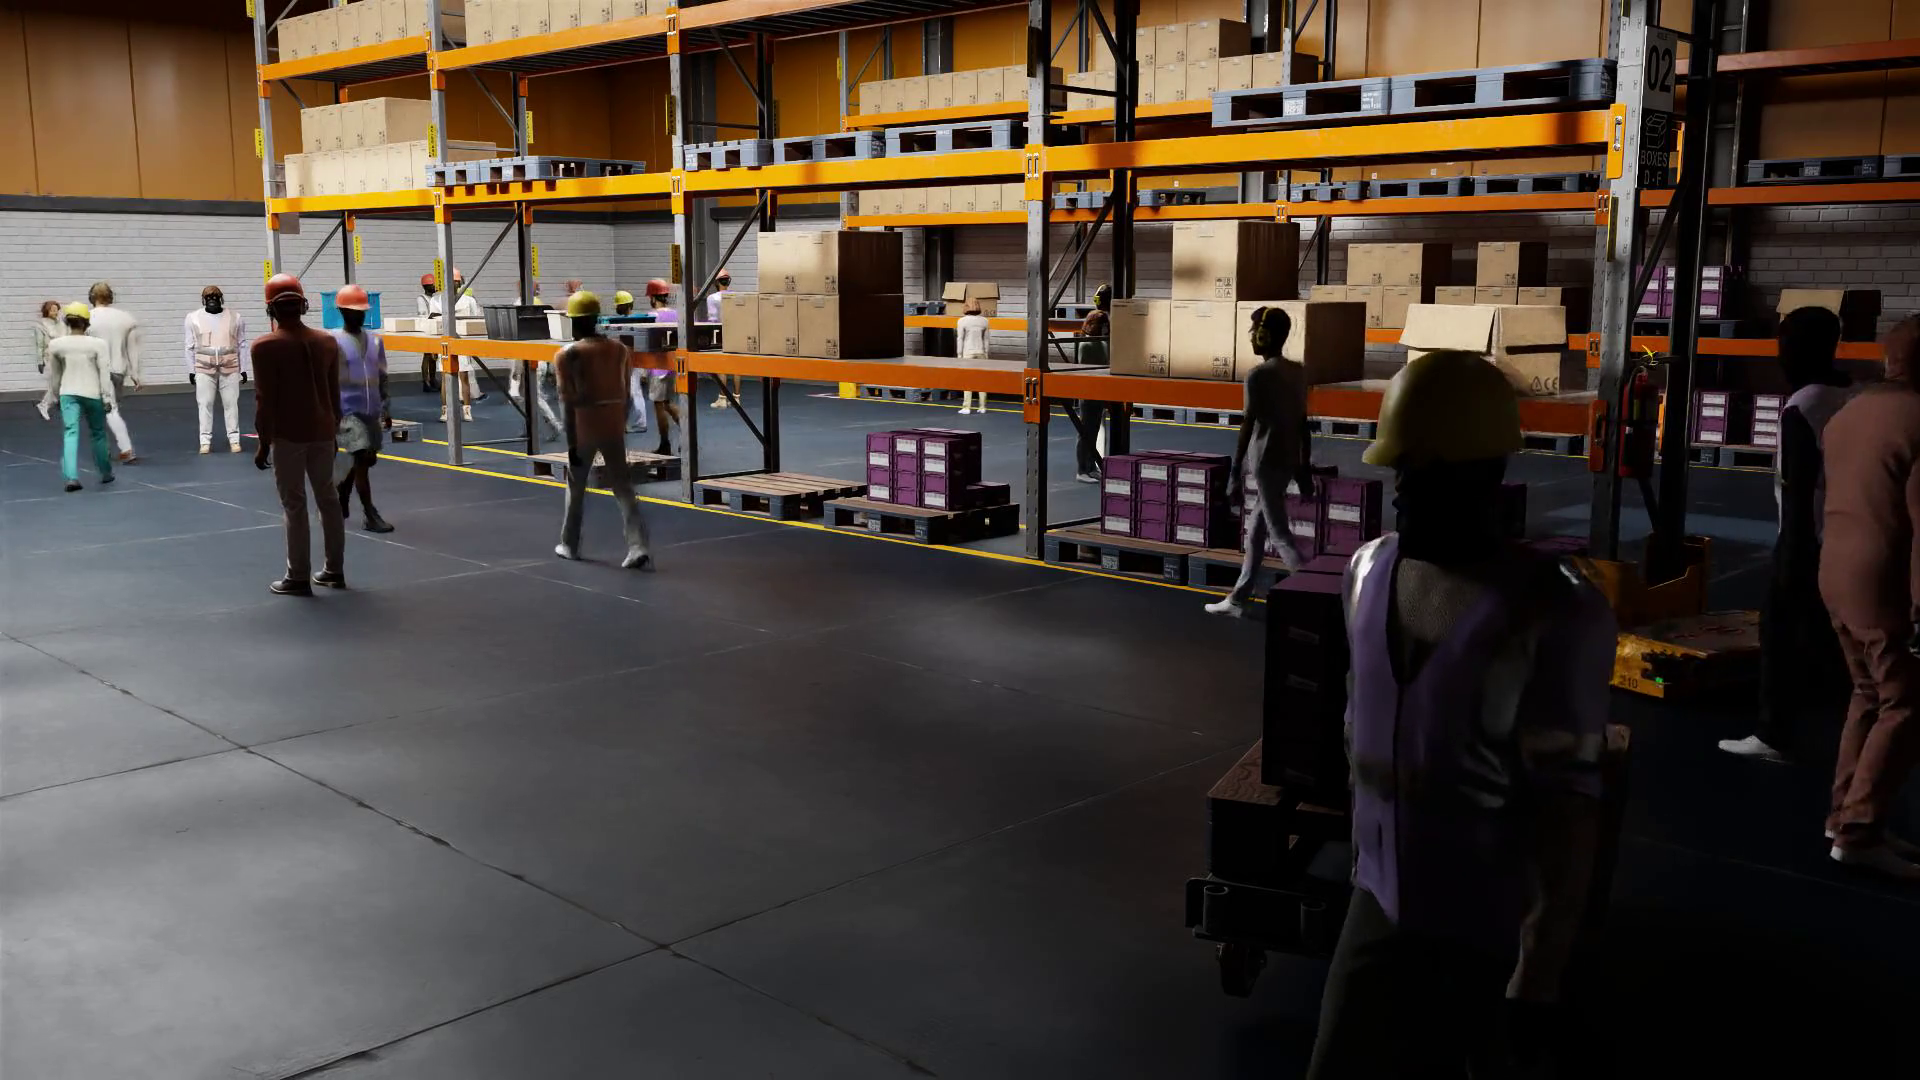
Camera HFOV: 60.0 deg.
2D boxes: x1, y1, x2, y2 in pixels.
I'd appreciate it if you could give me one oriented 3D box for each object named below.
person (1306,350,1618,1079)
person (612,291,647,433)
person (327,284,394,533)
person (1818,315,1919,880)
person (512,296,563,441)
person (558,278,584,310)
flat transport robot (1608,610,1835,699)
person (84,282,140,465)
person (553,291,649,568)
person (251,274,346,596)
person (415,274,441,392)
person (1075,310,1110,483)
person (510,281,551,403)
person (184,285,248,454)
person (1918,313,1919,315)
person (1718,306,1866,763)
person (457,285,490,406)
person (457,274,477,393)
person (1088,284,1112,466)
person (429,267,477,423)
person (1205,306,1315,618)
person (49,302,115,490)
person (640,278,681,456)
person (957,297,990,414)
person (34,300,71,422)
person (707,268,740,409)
[{"bbox_3d":[0.788,0.623,2.881,0.896,1.882,0.609,-6,11,-32],"label":"person"},{"bbox_3d":[-4.087,-2.190,20.548,0.377,1.752,0.517,-1,9,-8],"label":"person"},{"bbox_3d":[-4.719,-1.022,12.892,0.851,1.910,0.580,7,12,37],"label":"person"},{"bbox_3d":[3.127,0.185,5.638,0.471,1.870,0.685,0,9,-1],"label":"person"},{"bbox_3d":[-4.978,-2.026,19.629,0.819,1.713,0.487,6,11,31],"label":"person"},{"bbox_3d":[-5.704,-2.986,24.985,0.671,1.884,0.439,5,10,27],"label":"person"},{"bbox_3d":[3.731,0.549,8.256,1.431,0.197,0.652,-5,10,-27],"label":"flat transport robot"},{"bbox_3d":[-8.859,-1.730,17.289,1.000,1.895,0.642,7,11,35],"label":"person"},{"bbox_3d":[-2.454,-0.746,11.315,0.599,1.881,0.997,-7,12,-37],"label":"person"},{"bbox_3d":[-4.123,-0.650,10.350,0.392,1.990,0.612,6,11,31],"label":"person"},{"bbox_3d":[-8.700,-3.402,27.386,0.357,1.938,0.552,2,9,11],"label":"person"},{"bbox_3d":[1.274,-1.363,15.813,0.280,1.634,0.498,5,11,28],"label":"person"},{"bbox_3d":[-6.543,-3.015,25.270,0.688,1.843,0.795,8,12,41],"label":"person"},{"bbox_3d":[-8.147,-1.865,18.254,0.624,1.845,0.430,-4,10,-25],"label":"person"},{"bbox_3d":[7.945,-1.069,13.904,0.746,1.673,0.537,3,10,20],"label":"person"},{"bbox_3d":[3.460,0.017,6.610,0.601,1.880,0.703,-7,11,-36],"label":"person"},{"bbox_3d":[-7.259,-2.873,24.633,0.600,1.784,0.907,4,10,23],"label":"person"},{"bbox_3d":[-8.127,-3.343,27.042,0.649,1.934,0.369,1,9,7],"label":"person"},{"bbox_3d":[1.478,-1.684,17.058,0.515,1.873,0.329,-6,11,-33],"label":"person"},{"bbox_3d":[-6.671,-2.568,21.938,0.608,2.048,0.364,-2,9,-13],"label":"person"},{"bbox_3d":[1.769,-0.393,9.304,0.547,1.828,0.974,-8,12,-41],"label":"person"},{"bbox_3d":[-8.122,-1.334,15.368,0.538,1.718,0.902,-2,9,-11],"label":"person"},{"bbox_3d":[-3.159,-1.820,17.724,0.464,1.925,0.543,7,11,35],"label":"person"},{"bbox_3d":[0.188,-2.575,23.275,0.492,1.626,0.284,-5,10,-26],"label":"person"},{"bbox_3d":[-12.023,-2.366,22.023,0.762,1.613,0.512,3,10,18],"label":"person"},{"bbox_3d":[-3.434,-2.918,24.131,0.389,2.034,0.605,9,13,44],"label":"person"}]
